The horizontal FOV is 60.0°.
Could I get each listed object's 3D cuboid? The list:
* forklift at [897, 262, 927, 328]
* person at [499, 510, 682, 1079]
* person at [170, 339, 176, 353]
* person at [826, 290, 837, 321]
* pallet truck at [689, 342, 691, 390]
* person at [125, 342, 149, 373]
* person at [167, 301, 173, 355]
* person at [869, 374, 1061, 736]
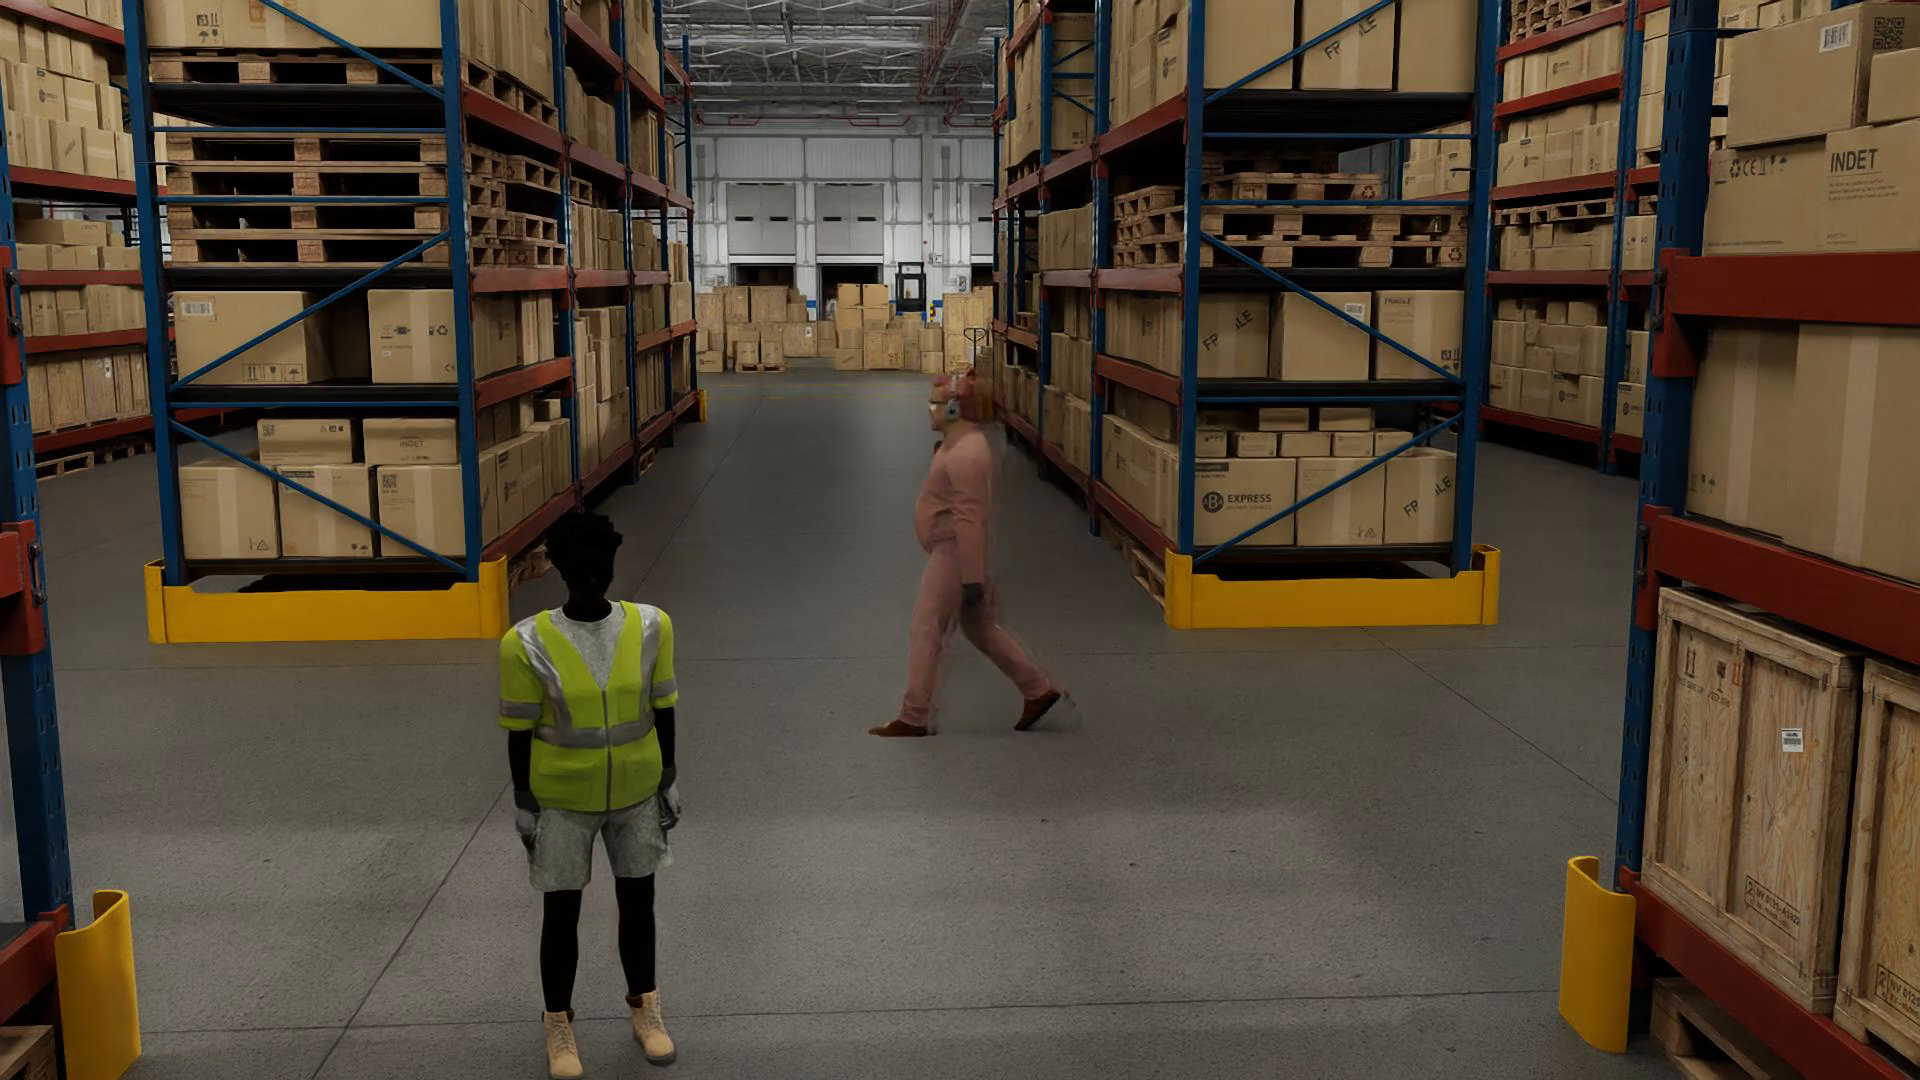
[{"bbox_3d":[-1.708,-8.380,58.448,1.129,2.768,1.873,-1,9,-4],"label":"forklift"},{"bbox_3d":[-1.073,0.745,4.886,0.530,1.690,0.319,-5,10,-27],"label":"person"},{"bbox_3d":[-23.642,-6.568,50.477,0.534,1.805,0.959,5,10,30],"label":"person"},{"bbox_3d":[-4.238,-7.241,54.441,0.424,1.873,0.599,-6,11,-33],"label":"person"},{"bbox_3d":[-5.225,-3.008,27.480,1.885,1.965,0.823,2,9,14],"label":"pallet truck"},{"bbox_3d":[-17.713,-4.326,35.854,0.603,1.966,0.372,1,9,7],"label":"person"},{"bbox_3d":[-23.342,-6.359,48.790,0.594,1.911,0.681,0,9,-3],"label":"person"},{"bbox_3d":[0.039,0.088,8.461,0.934,1.879,0.643,1,9,5],"label":"person"}]
